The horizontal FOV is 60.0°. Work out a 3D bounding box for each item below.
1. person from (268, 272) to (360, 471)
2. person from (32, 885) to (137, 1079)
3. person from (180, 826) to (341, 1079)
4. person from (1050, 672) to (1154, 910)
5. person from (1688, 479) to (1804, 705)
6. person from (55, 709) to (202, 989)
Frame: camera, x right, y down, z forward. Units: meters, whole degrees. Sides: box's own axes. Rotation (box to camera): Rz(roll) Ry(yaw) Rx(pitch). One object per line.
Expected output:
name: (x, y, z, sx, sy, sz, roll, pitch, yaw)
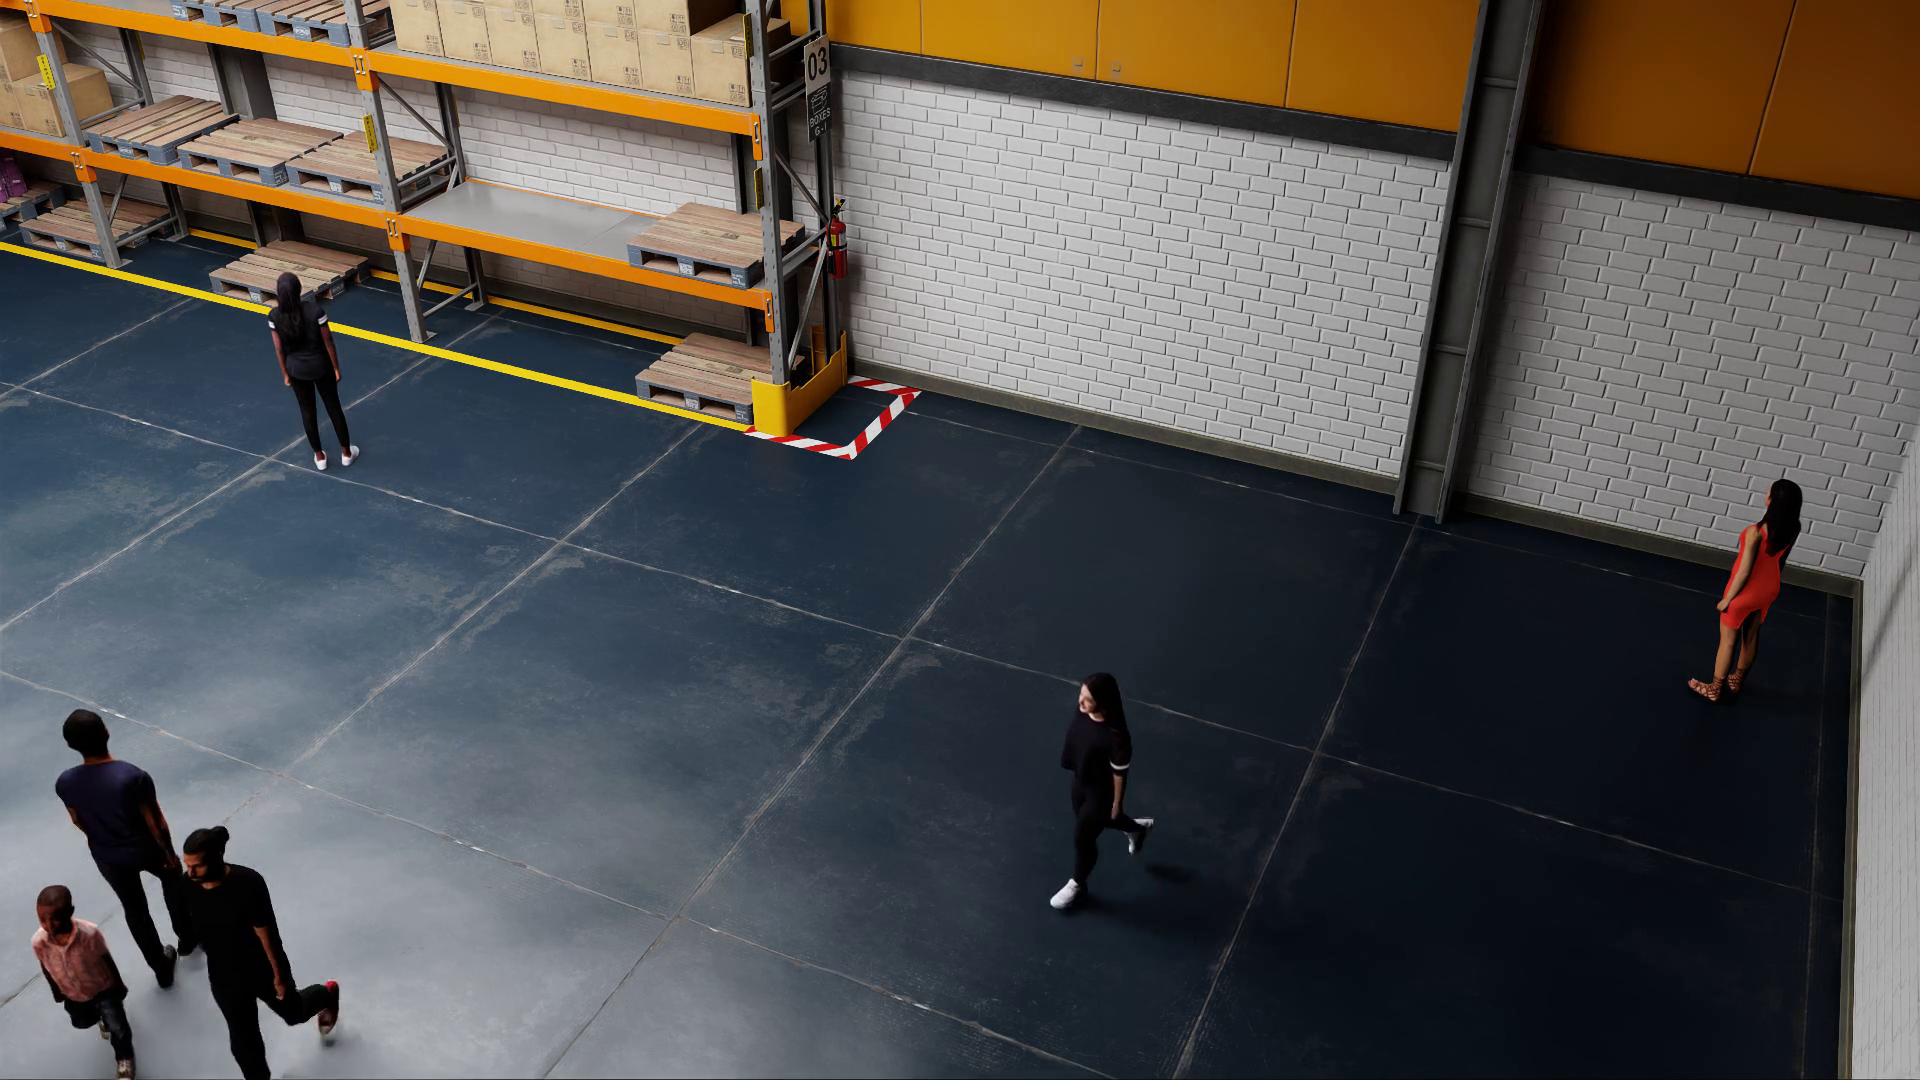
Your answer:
person: (-5.275, -1.375, 13.511, 0.689, 1.728, 0.769, -7, 34, -11)
person: (-4.447, 2.204, 8.517, 0.769, 1.297, 0.802, -7, 34, -11)
person: (-3.504, 2.068, 8.323, 1.070, 1.738, 0.884, 5, 34, 8)
person: (0.837, 1.379, 9.462, 0.978, 1.624, 1.009, -20, 38, -27)
person: (5.213, 0.339, 10.941, 0.669, 1.719, 0.716, -14, 36, -20)
person: (-4.435, 1.716, 8.825, 0.778, 1.767, 0.844, -7, 34, -11)
